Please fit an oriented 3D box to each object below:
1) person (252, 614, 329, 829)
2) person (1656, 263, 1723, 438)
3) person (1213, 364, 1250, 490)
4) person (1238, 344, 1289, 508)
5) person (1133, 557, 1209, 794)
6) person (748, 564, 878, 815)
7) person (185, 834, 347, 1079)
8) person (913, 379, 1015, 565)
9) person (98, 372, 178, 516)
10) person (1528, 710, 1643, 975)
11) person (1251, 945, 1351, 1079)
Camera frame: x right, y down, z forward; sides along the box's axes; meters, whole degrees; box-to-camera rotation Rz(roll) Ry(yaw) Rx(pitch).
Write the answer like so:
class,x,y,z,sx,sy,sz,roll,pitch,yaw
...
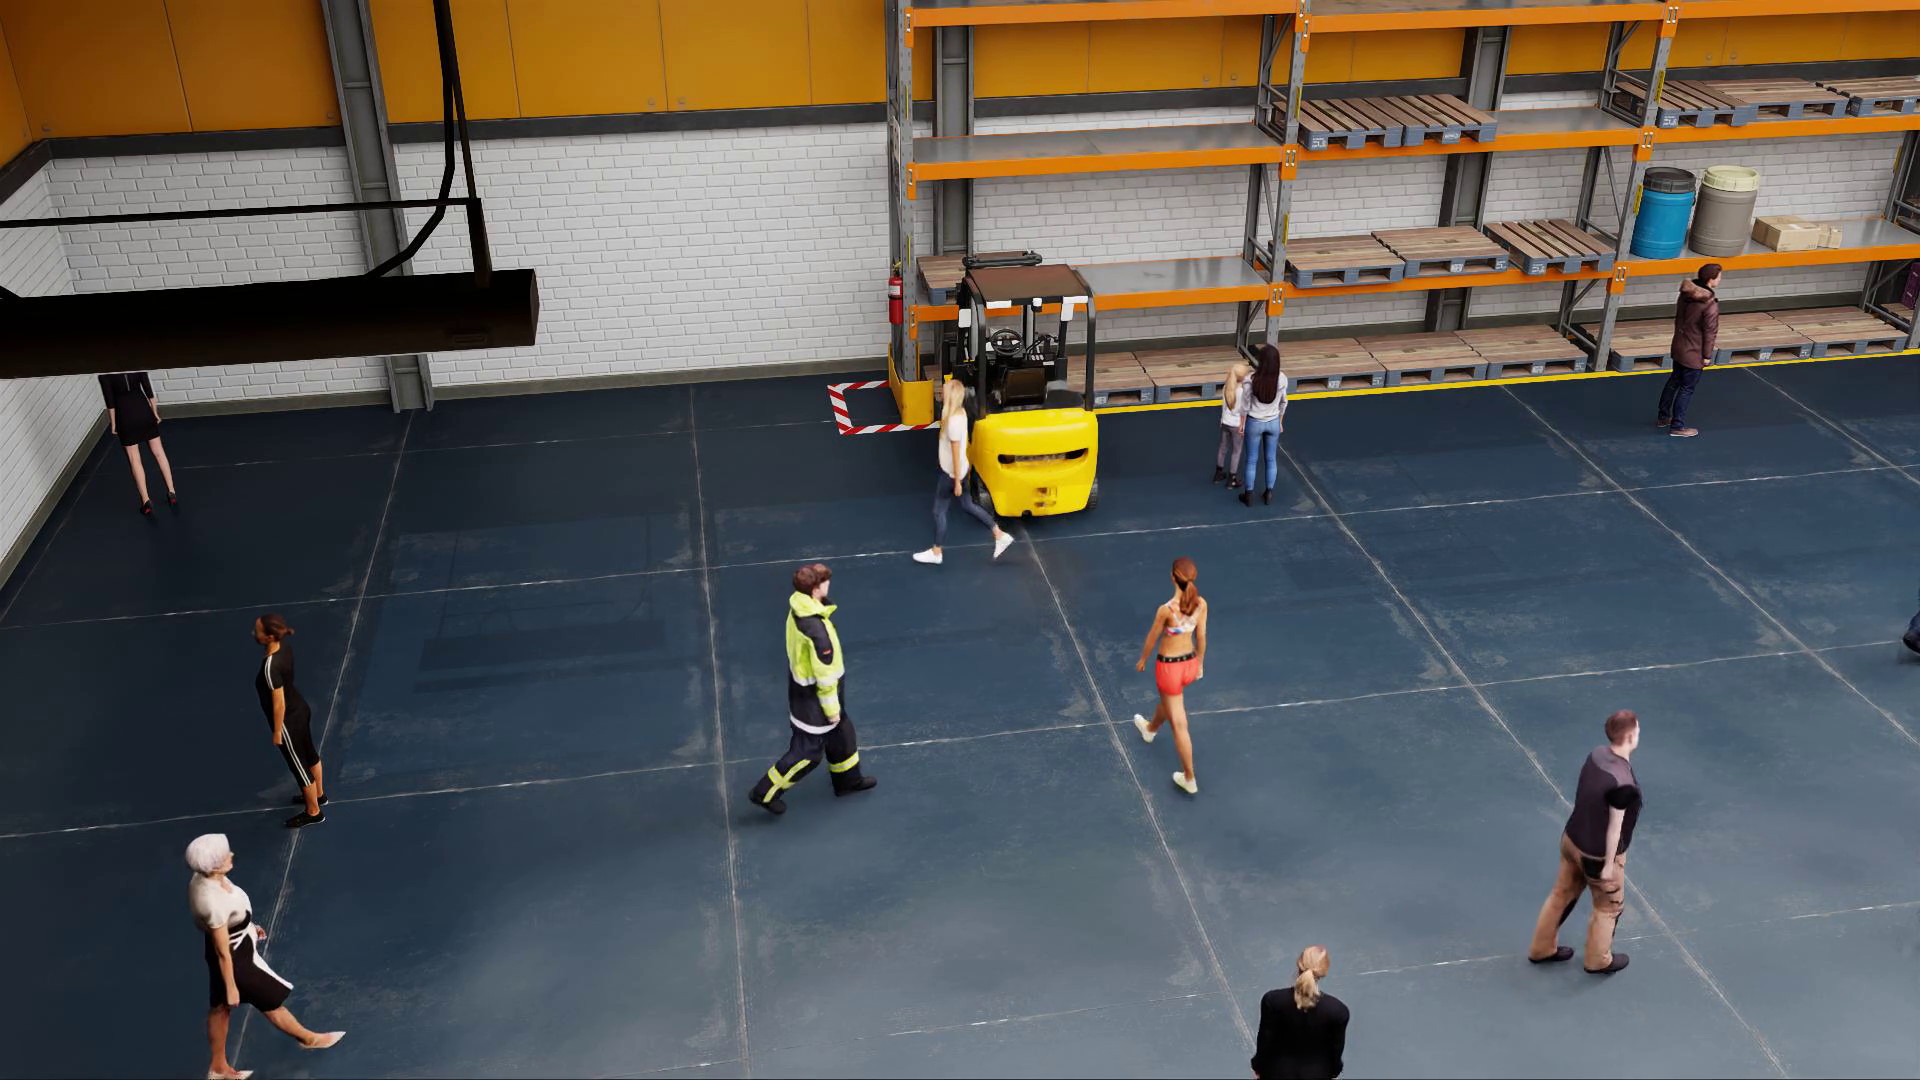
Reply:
class,x,y,z,sx,sy,sz,roll,pitch,yaw
person,-4.654,1.227,11.547,0.527,1.667,0.575,-4,29,-8
person,7.585,-1.992,17.262,0.632,1.845,0.739,-5,29,-9
person,2.669,-1.127,16.270,0.603,1.277,0.569,-21,35,-33
person,2.886,-1.091,15.830,0.446,1.635,0.662,-4,29,-7
person,1.579,1.001,11.884,1.145,1.741,0.885,-14,32,-24
person,-1.077,1.073,11.537,1.217,1.947,0.839,-8,30,-14
person,-4.173,2.412,9.319,1.101,1.719,0.894,-18,34,-30
person,0.059,-0.576,14.729,1.199,1.785,0.838,4,29,8
person,-7.776,-1.104,15.680,0.627,1.802,0.731,-25,37,-38
person,3.829,1.891,10.190,0.831,1.800,0.731,2,29,4
person,1.743,2.811,8.615,0.612,1.693,0.755,4,29,7
